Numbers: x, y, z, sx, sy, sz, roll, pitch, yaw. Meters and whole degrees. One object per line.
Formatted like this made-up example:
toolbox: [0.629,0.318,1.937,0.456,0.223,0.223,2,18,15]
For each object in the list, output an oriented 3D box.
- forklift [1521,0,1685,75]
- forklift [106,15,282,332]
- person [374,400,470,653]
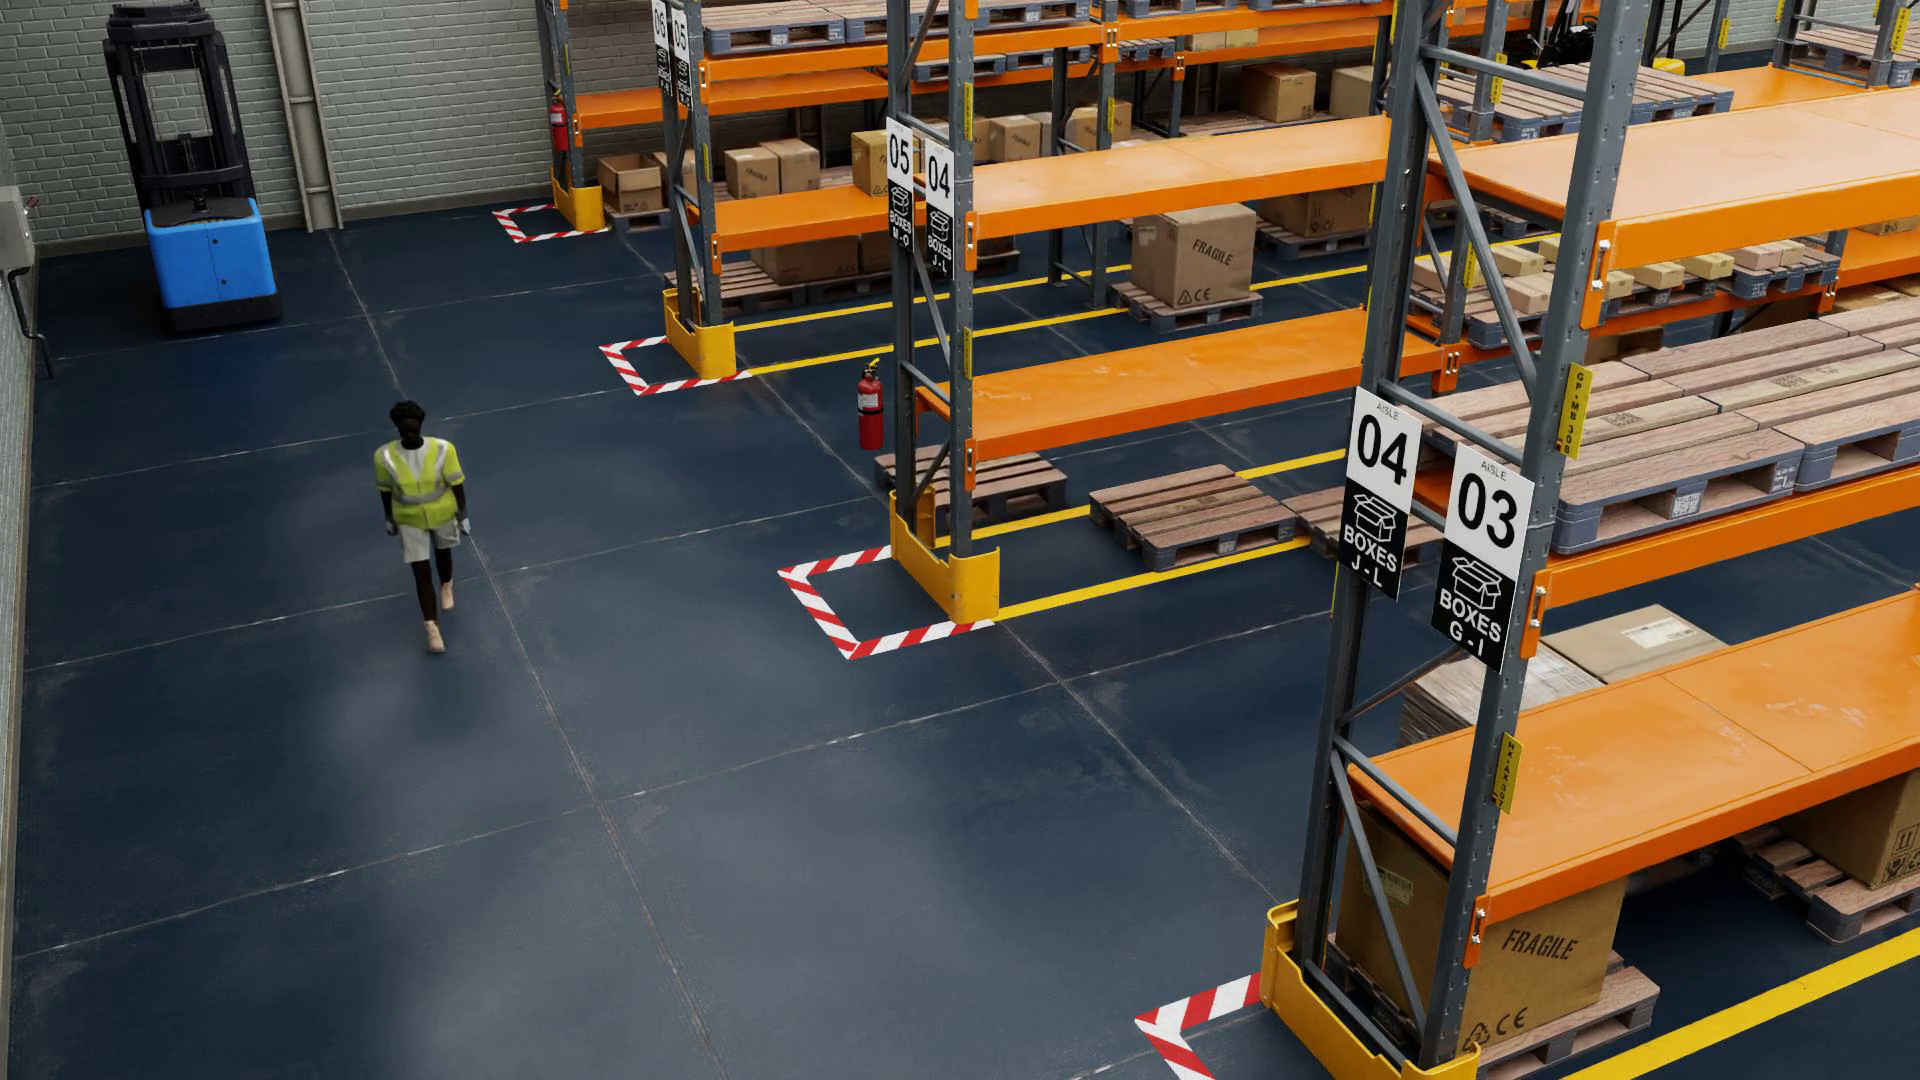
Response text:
forklift: [8.950,-6.807,23.056,1.214,2.155,2.313,-12,30,-22]
forklift: [-7.548,-3.672,16.323,1.129,2.768,1.873,-12,30,-22]
person: [-3.489,-0.150,10.884,0.545,1.647,0.866,-9,29,-17]
